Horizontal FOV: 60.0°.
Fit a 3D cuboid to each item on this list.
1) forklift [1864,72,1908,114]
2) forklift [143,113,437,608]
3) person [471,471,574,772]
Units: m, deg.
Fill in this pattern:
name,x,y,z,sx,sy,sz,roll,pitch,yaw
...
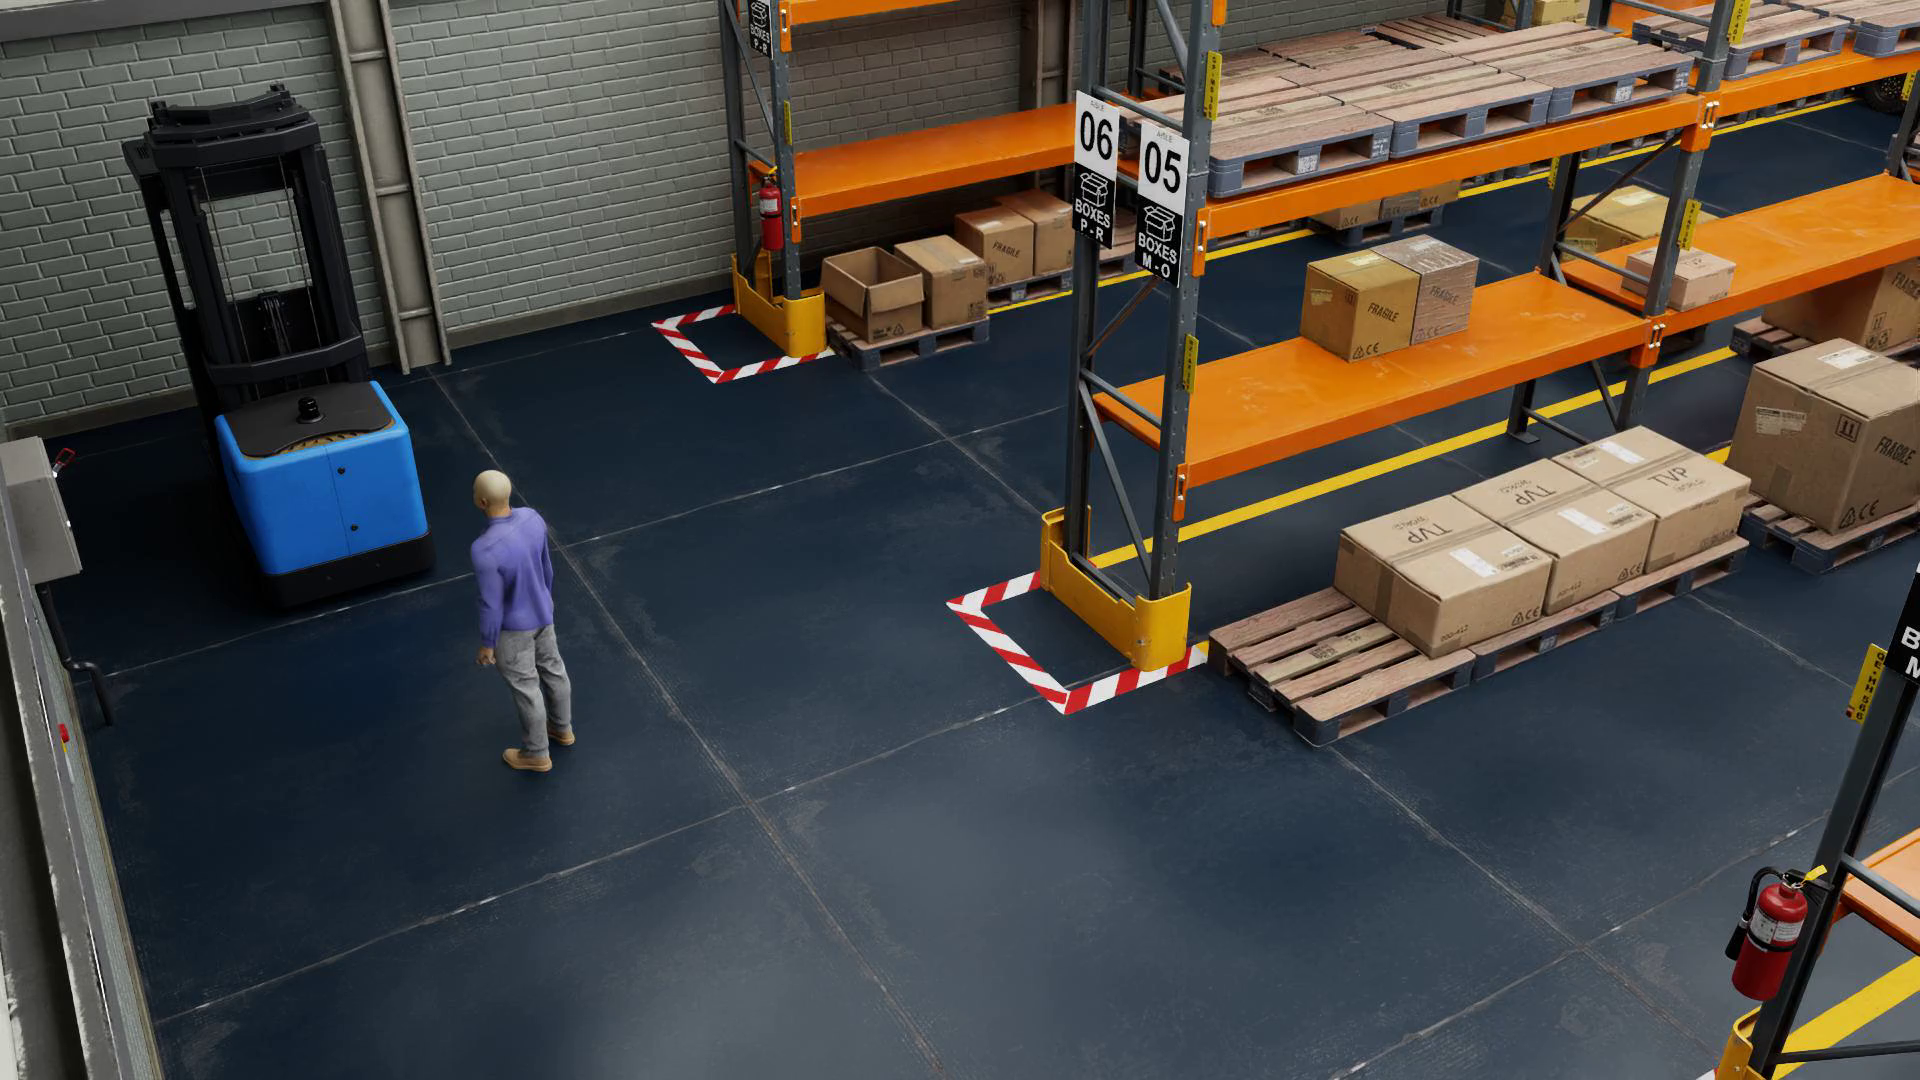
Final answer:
name,x,y,z,sx,sy,sz,roll,pitch,yaw
forklift,11.468,-5.645,18.244,1.214,2.155,2.313,-17,36,-26
forklift,-4.289,-1.259,10.509,1.129,2.768,1.873,-17,36,-26
person,-2.315,0.437,8.779,0.401,1.799,0.596,14,34,21
